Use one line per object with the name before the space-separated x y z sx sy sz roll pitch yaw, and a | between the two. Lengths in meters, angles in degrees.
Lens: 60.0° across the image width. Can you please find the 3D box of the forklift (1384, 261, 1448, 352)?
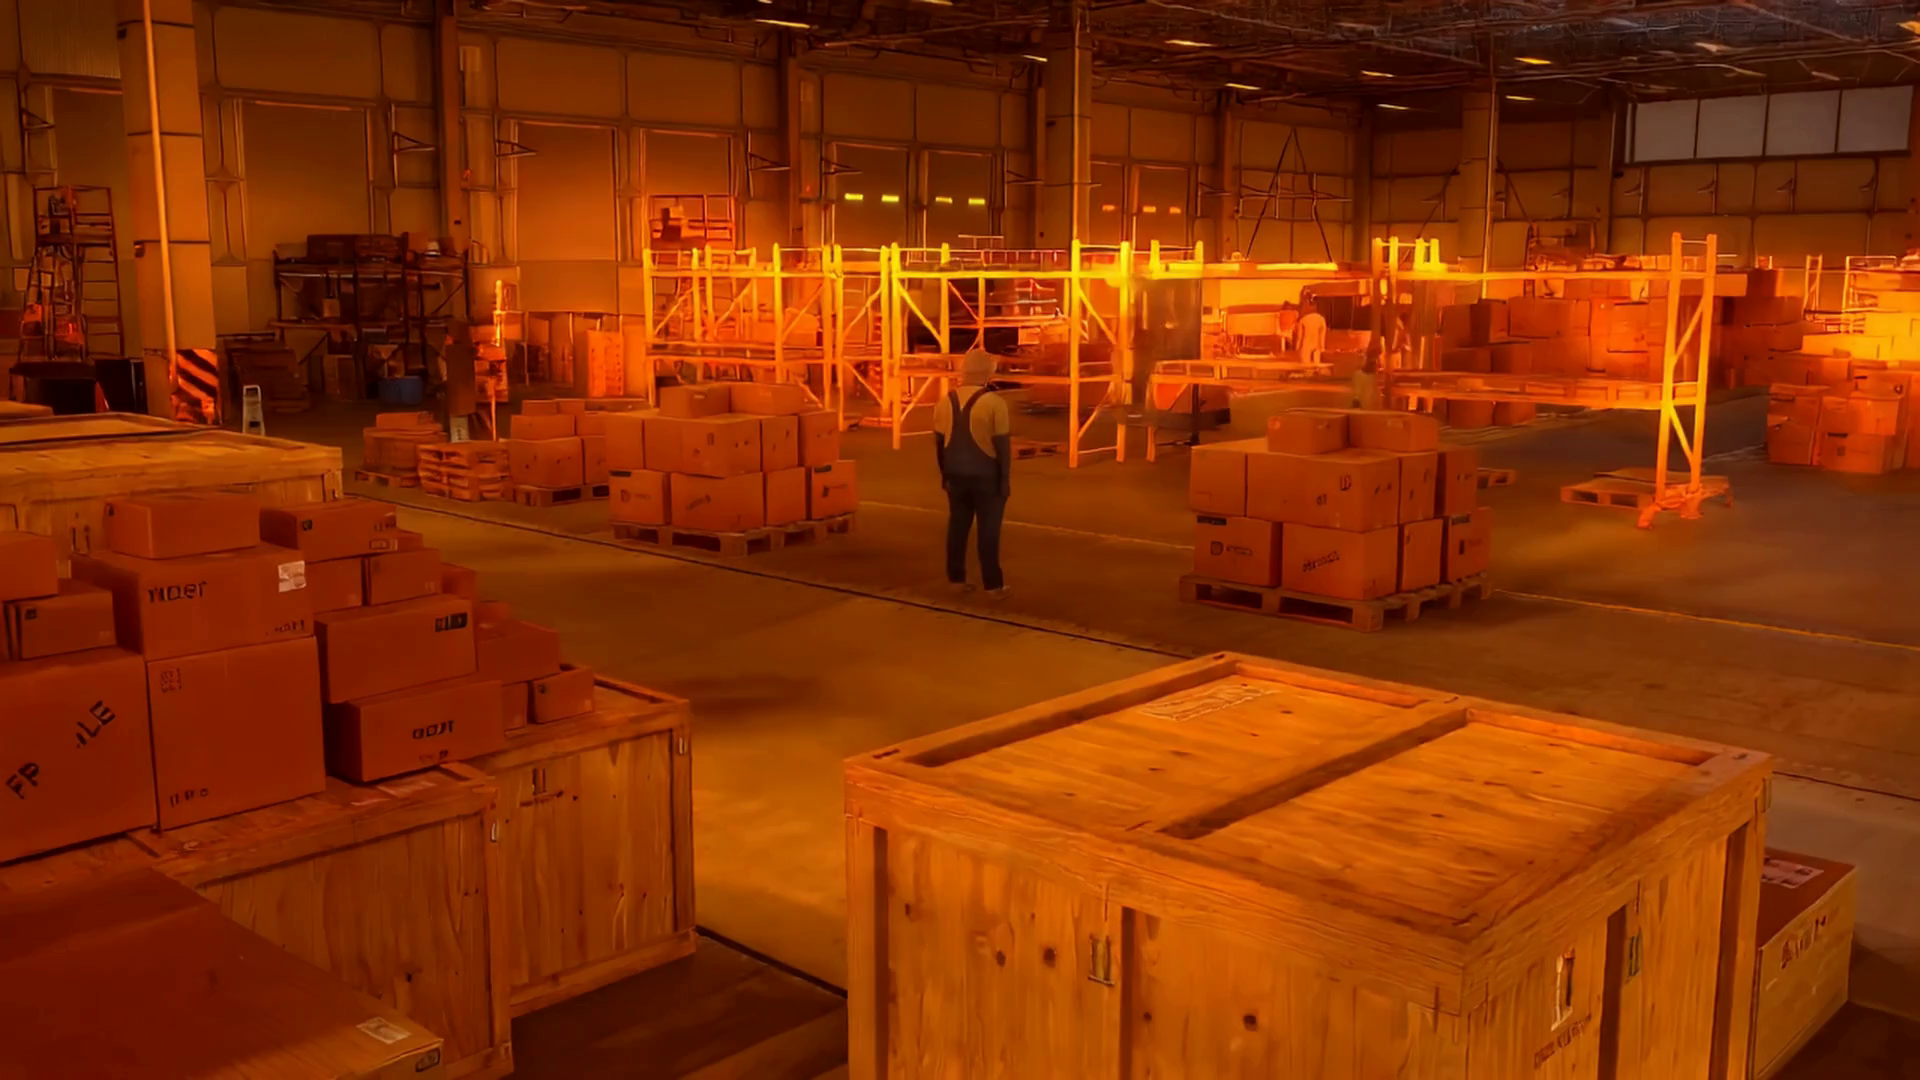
forklift | 11.151 -5.207 39.473 1.873 2.768 1.129 8 12 42

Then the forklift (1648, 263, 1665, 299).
forklift | 18.906 -6.155 45.282 1.873 2.768 1.129 3 10 15

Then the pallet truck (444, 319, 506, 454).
pallet truck | -6.981 -1.942 22.150 1.885 1.965 0.823 1 9 9

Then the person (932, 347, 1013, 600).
person | 0.154 -0.548 13.472 0.688 2.000 0.536 6 11 33

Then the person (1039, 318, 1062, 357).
person | 1.731 -3.331 31.480 0.488 1.736 0.323 -5 11 -29

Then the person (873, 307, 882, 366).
person | -2.171 -5.390 44.418 0.314 1.633 0.520 -1 9 -6

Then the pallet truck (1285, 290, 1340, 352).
pallet truck | 11.297 -6.951 52.861 1.885 1.965 0.823 -5 11 -29

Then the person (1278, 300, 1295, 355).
person | 10.050 -6.536 51.244 0.529 1.695 0.321 5 10 27

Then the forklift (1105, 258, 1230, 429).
forklift | 3.542 -3.335 27.991 1.129 2.768 1.873 -9 13 -42

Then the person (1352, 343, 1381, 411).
person | 4.477 -1.250 18.348 0.451 1.852 0.543 8 12 39

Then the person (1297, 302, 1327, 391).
person | 7.668 -4.215 36.270 0.635 1.936 0.355 0 9 -1
